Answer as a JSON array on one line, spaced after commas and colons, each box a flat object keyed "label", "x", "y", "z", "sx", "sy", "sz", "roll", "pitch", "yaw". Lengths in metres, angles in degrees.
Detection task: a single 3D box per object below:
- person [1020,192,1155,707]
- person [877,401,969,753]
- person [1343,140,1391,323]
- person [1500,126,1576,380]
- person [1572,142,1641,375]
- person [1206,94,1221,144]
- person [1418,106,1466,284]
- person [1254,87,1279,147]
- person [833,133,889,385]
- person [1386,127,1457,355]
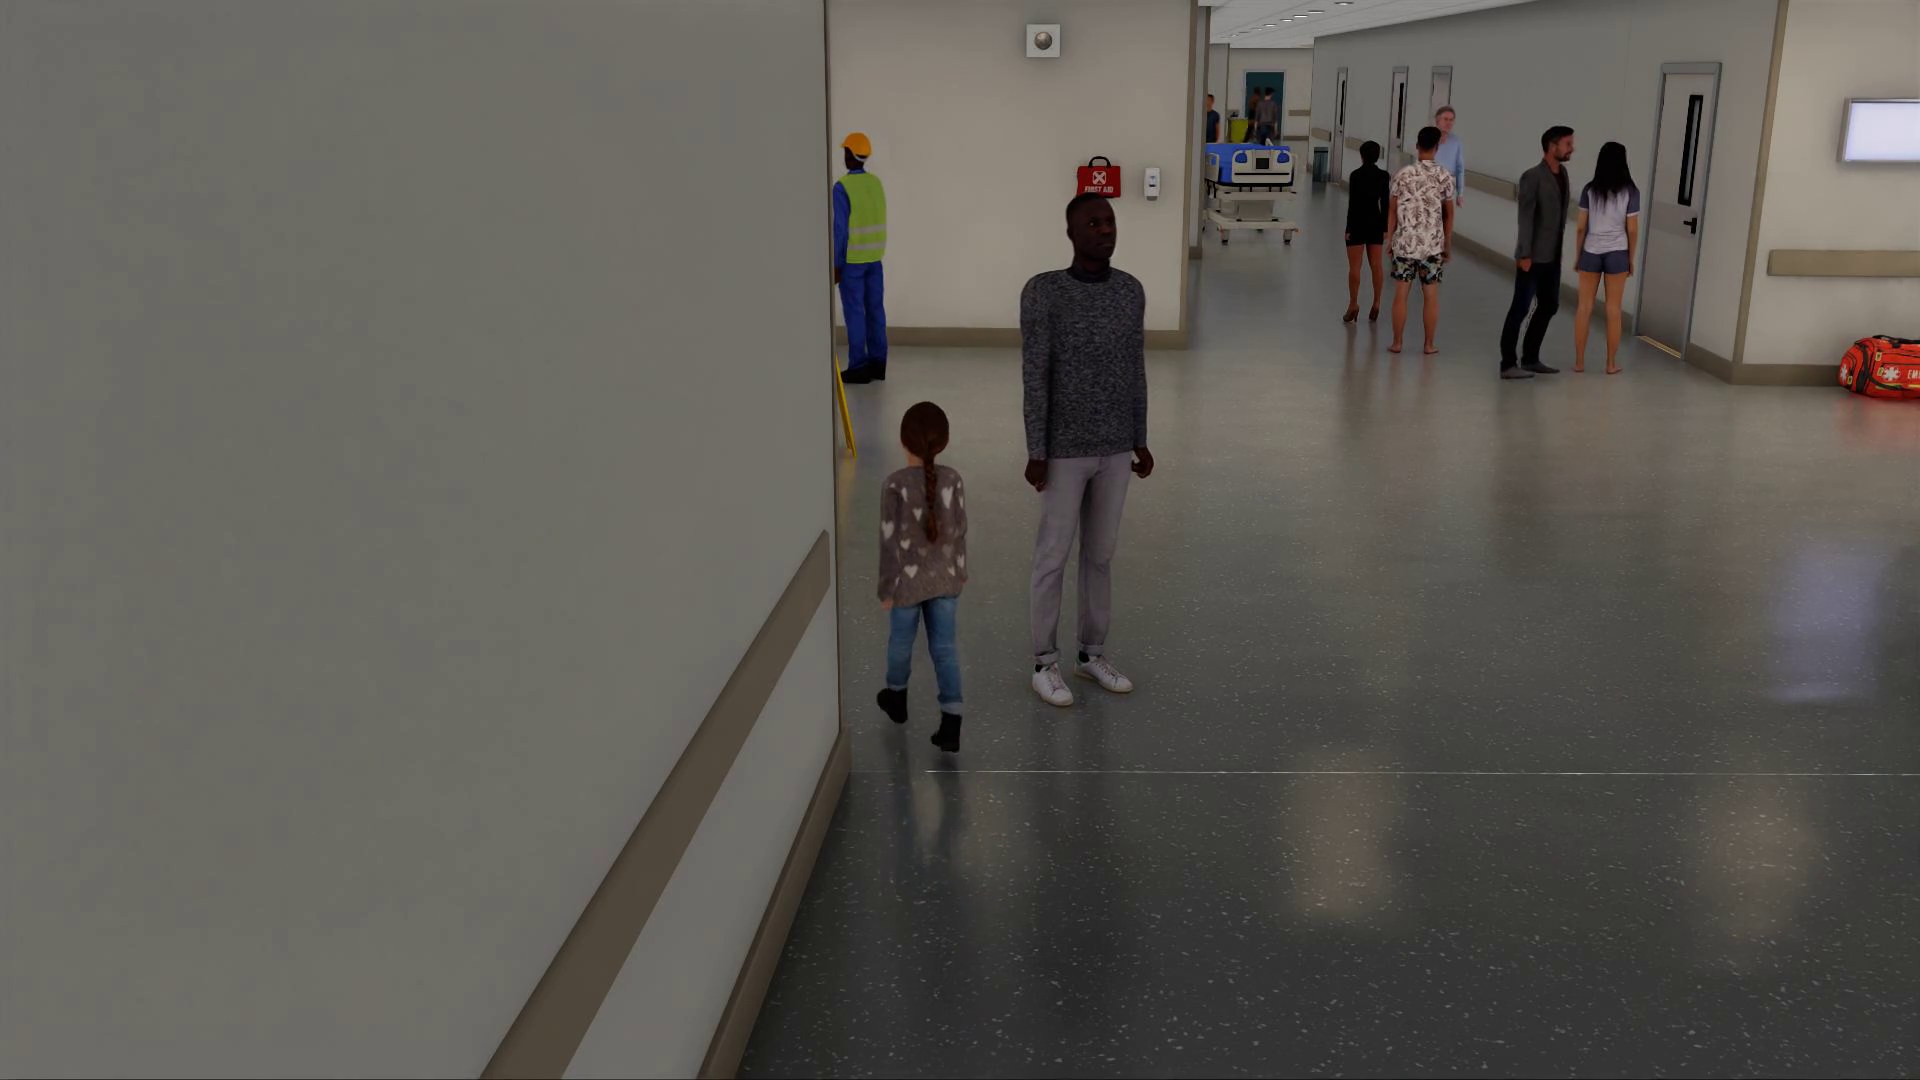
[{"label": "person", "x": 0.447, "y": -0.338, "z": 6.064, "sx": 0.701, "sy": 1.839, "sz": 0.821, "roll": -9, "pitch": 18, "yaw": -28}, {"label": "person", "x": -0.102, "y": 0.151, "z": 5.573, "sx": 0.833, "sy": 1.165, "sz": 0.753, "roll": -5, "pitch": 17, "yaw": -18}, {"label": "person", "x": 3.727, "y": -2.833, "z": 15.280, "sx": 0.609, "sy": 1.639, "sz": 0.681, "roll": -2, "pitch": 16, "yaw": -8}, {"label": "person", "x": 4.301, "y": -2.132, "z": 12.376, "sx": 0.777, "sy": 1.866, "sz": 0.831, "roll": -12, "pitch": 20, "yaw": -37}, {"label": "person", "x": 4.914, "y": -2.150, "z": 12.692, "sx": 0.543, "sy": 1.731, "sz": 0.704, "roll": 7, "pitch": 17, "yaw": 24}, {"label": "person", "x": 4.802, "y": -7.792, "z": 32.600, "sx": 0.998, "sy": 1.787, "sz": 0.733, "roll": 2, "pitch": 16, "yaw": 6}, {"label": "person", "x": 5.120, "y": -3.717, "z": 17.979, "sx": 0.685, "sy": 1.877, "sz": 0.817, "roll": -2, "pitch": 16, "yaw": -7}, {"label": "person", "x": 6.969, "y": -9.332, "z": 37.915, "sx": 1.185, "sy": 1.867, "sz": 0.982, "roll": 6, "pitch": 17, "yaw": 22}, {"label": "person", "x": -0.745, "y": -2.078, "z": 12.284, "sx": 0.781, "sy": 1.812, "sz": 0.752, "roll": 14, "pitch": 21, "yaw": 41}, {"label": "person", "x": 3.742, "y": -2.438, "z": 13.556, "sx": 0.569, "sy": 1.816, "sz": 0.773, "roll": 4, "pitch": 16, "yaw": 15}]
